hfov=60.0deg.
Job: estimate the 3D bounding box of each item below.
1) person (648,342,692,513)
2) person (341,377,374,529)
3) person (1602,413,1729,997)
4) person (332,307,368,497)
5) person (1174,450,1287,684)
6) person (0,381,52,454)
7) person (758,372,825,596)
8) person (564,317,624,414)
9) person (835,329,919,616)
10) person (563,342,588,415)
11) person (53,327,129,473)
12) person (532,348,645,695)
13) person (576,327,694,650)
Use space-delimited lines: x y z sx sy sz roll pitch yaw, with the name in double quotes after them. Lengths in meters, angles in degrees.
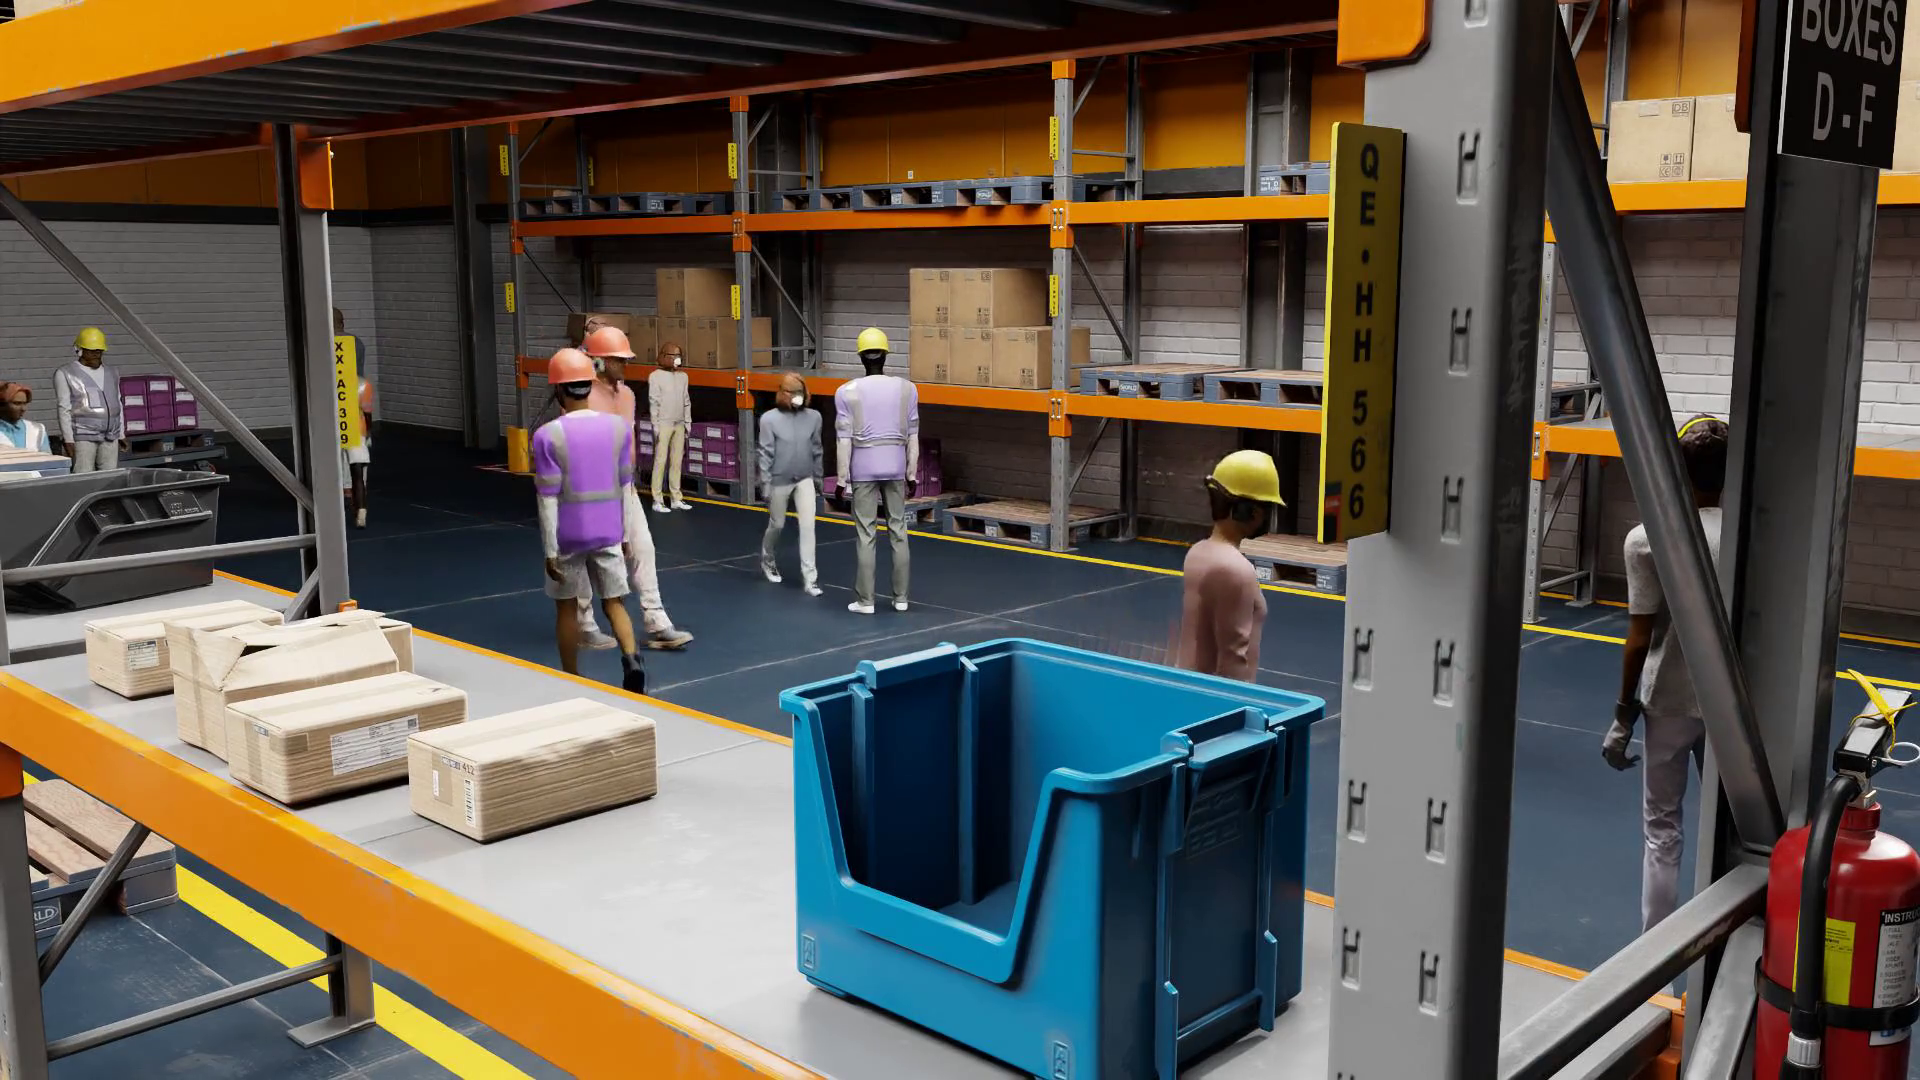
-2.766 -1.077 15.890 0.277 1.627 0.498 7 12 37 "person"
-5.535 -0.936 14.933 0.531 1.654 0.885 -3 10 -19 "person"
2.275 0.542 5.207 0.521 1.873 0.334 -1 9 -3 "person"
-6.292 -1.399 16.924 0.372 1.934 0.627 3 10 18 "person"
0.941 0.565 5.503 0.898 1.711 0.537 -2 9 -11 "person"
-6.009 -0.193 10.498 0.457 1.618 0.522 4 10 25 "person"
-1.234 -0.428 12.011 0.535 1.594 0.813 -5 10 -27 "person"
-3.117 -0.976 14.406 0.402 1.906 0.652 8 12 39 "person"
-0.562 -0.448 11.138 0.584 1.918 0.381 -3 10 -20 "person"
-3.521 -1.057 15.740 0.273 1.631 0.507 8 12 41 "person"
-7.381 -0.900 14.195 0.403 1.823 0.586 5 10 27 "person"
-1.899 -0.023 8.537 0.551 1.917 0.799 -6 11 -33 "person"
-2.007 -0.280 9.942 0.906 1.960 0.654 5 10 27 "person"
